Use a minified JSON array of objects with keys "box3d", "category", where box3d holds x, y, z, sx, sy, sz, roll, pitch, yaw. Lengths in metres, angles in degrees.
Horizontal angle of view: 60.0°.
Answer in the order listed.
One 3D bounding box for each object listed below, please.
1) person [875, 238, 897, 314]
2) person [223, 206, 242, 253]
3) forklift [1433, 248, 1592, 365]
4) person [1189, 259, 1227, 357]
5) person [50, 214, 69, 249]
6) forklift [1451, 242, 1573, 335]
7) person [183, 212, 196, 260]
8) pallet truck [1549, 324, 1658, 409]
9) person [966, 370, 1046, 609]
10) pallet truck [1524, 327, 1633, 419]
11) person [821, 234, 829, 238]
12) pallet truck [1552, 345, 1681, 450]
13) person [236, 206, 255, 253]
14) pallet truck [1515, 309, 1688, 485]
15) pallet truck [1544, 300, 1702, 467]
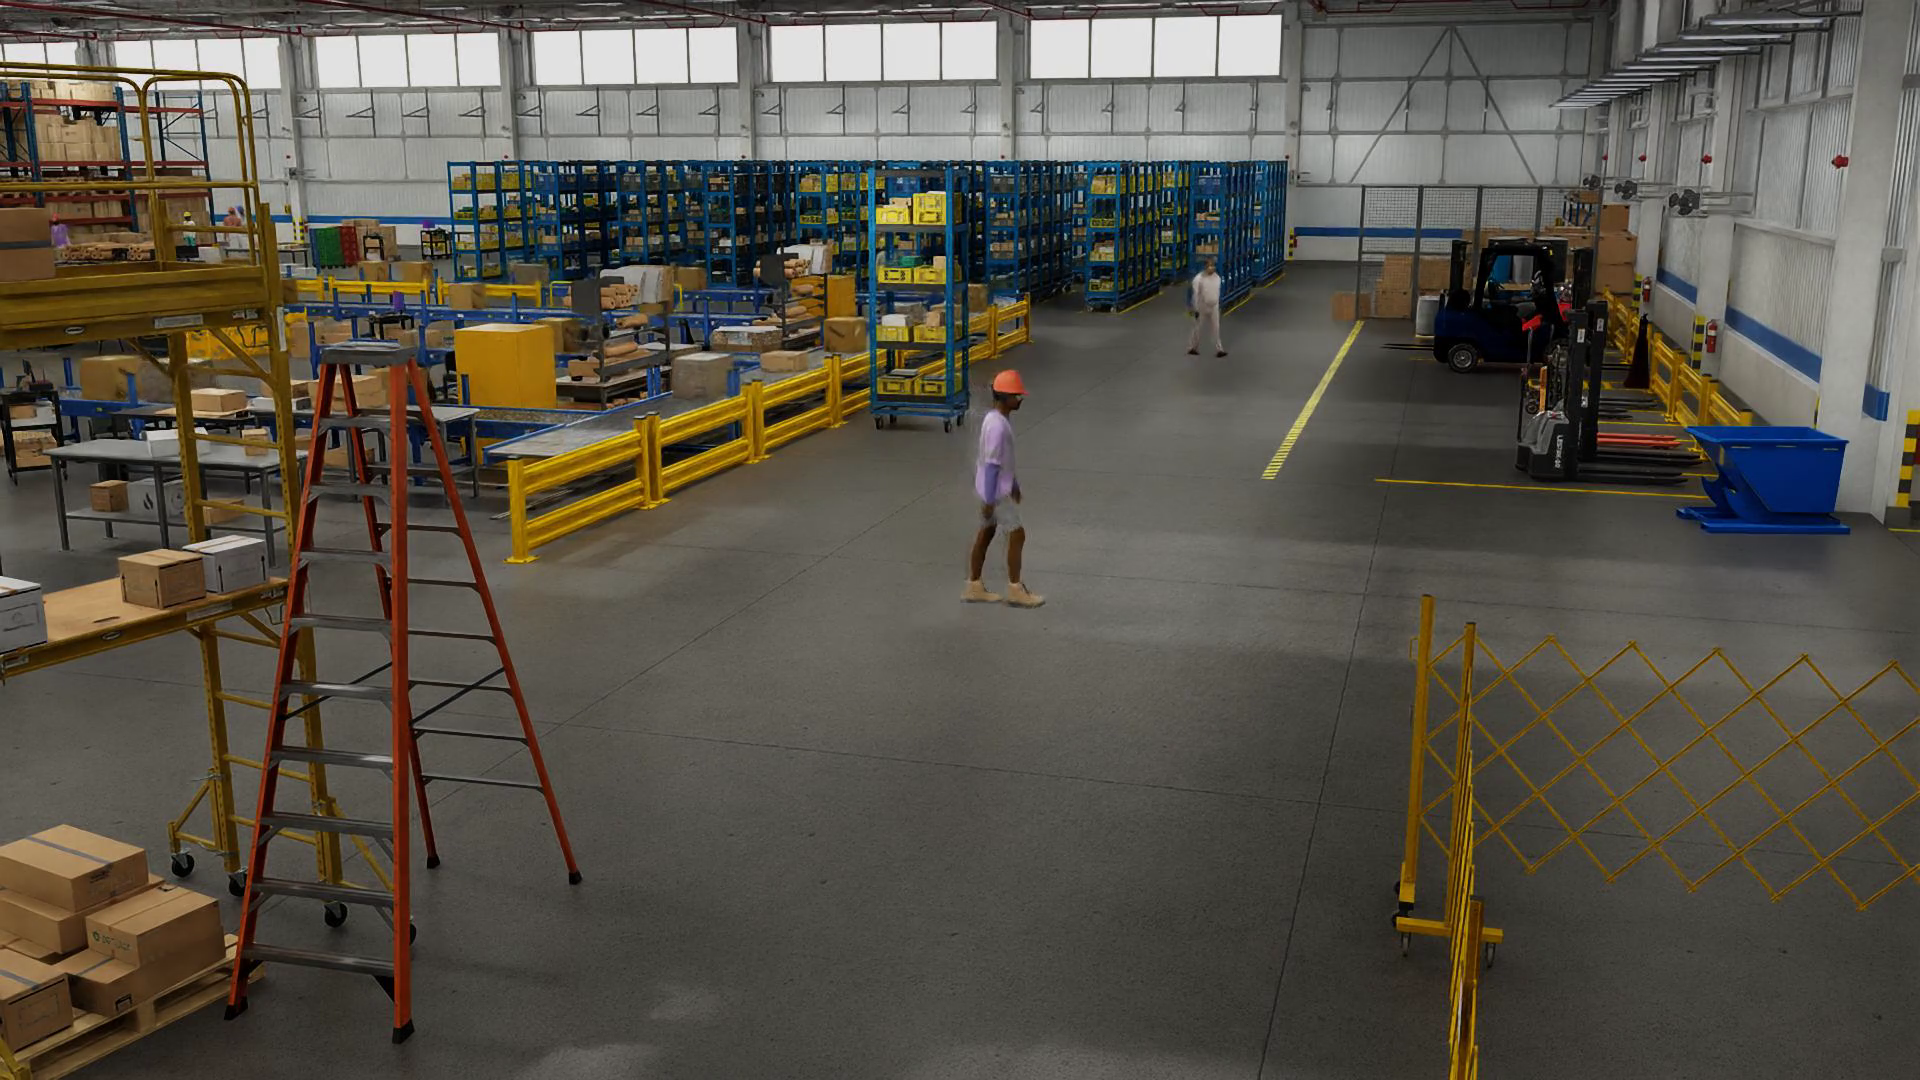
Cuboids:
[{"box3d":[-1.802,-6.333,39.932,0.640,1.820,0.512,-8,15,-31],"category":"person"},{"box3d":[-25.926,-10.898,59.332,0.621,1.976,0.513,-5,14,-19],"category":"person"},{"box3d":[9.780,-4.111,29.280,2.680,1.987,1.157,3,13,14],"category":"forklift"},{"box3d":[4.690,-4.398,31.519,0.674,1.848,1.026,-6,14,-25],"category":"person"},{"box3d":[-28.999,-9.486,53.410,0.575,1.885,0.976,3,13,14],"category":"person"},{"box3d":[10.464,-4.597,31.405,2.680,1.987,1.157,4,14,16],"category":"forklift"},{"box3d":[-27.771,-10.934,59.936,0.525,1.769,0.311,4,14,18],"category":"person"},{"box3d":[9.824,-2.669,25.407,1.601,1.201,0.680,4,14,16],"category":"pallet truck"},{"box3d":[0.419,-0.425,13.997,0.822,2.010,0.629,0,13,-2],"category":"person"},{"box3d":[9.065,-2.460,24.370,1.522,1.261,0.704,3,13,14],"category":"pallet truck"},{"box3d":[-4.848,-10.961,60.000,0.973,1.801,0.592,4,14,16],"category":"person"},{"box3d":[8.641,-1.896,21.908,1.630,1.274,0.653,4,14,16],"category":"pallet truck"},{"box3d":[-27.042,-11.681,62.882,0.636,1.905,0.874,-6,14,-23],"category":"person"},{"box3d":[7.554,-1.677,19.446,1.885,1.965,0.823,3,13,14],"category":"pallet truck"},{"box3d":[8.263,-1.952,20.631,1.885,1.965,0.823,5,14,20],"category":"pallet truck"}]
